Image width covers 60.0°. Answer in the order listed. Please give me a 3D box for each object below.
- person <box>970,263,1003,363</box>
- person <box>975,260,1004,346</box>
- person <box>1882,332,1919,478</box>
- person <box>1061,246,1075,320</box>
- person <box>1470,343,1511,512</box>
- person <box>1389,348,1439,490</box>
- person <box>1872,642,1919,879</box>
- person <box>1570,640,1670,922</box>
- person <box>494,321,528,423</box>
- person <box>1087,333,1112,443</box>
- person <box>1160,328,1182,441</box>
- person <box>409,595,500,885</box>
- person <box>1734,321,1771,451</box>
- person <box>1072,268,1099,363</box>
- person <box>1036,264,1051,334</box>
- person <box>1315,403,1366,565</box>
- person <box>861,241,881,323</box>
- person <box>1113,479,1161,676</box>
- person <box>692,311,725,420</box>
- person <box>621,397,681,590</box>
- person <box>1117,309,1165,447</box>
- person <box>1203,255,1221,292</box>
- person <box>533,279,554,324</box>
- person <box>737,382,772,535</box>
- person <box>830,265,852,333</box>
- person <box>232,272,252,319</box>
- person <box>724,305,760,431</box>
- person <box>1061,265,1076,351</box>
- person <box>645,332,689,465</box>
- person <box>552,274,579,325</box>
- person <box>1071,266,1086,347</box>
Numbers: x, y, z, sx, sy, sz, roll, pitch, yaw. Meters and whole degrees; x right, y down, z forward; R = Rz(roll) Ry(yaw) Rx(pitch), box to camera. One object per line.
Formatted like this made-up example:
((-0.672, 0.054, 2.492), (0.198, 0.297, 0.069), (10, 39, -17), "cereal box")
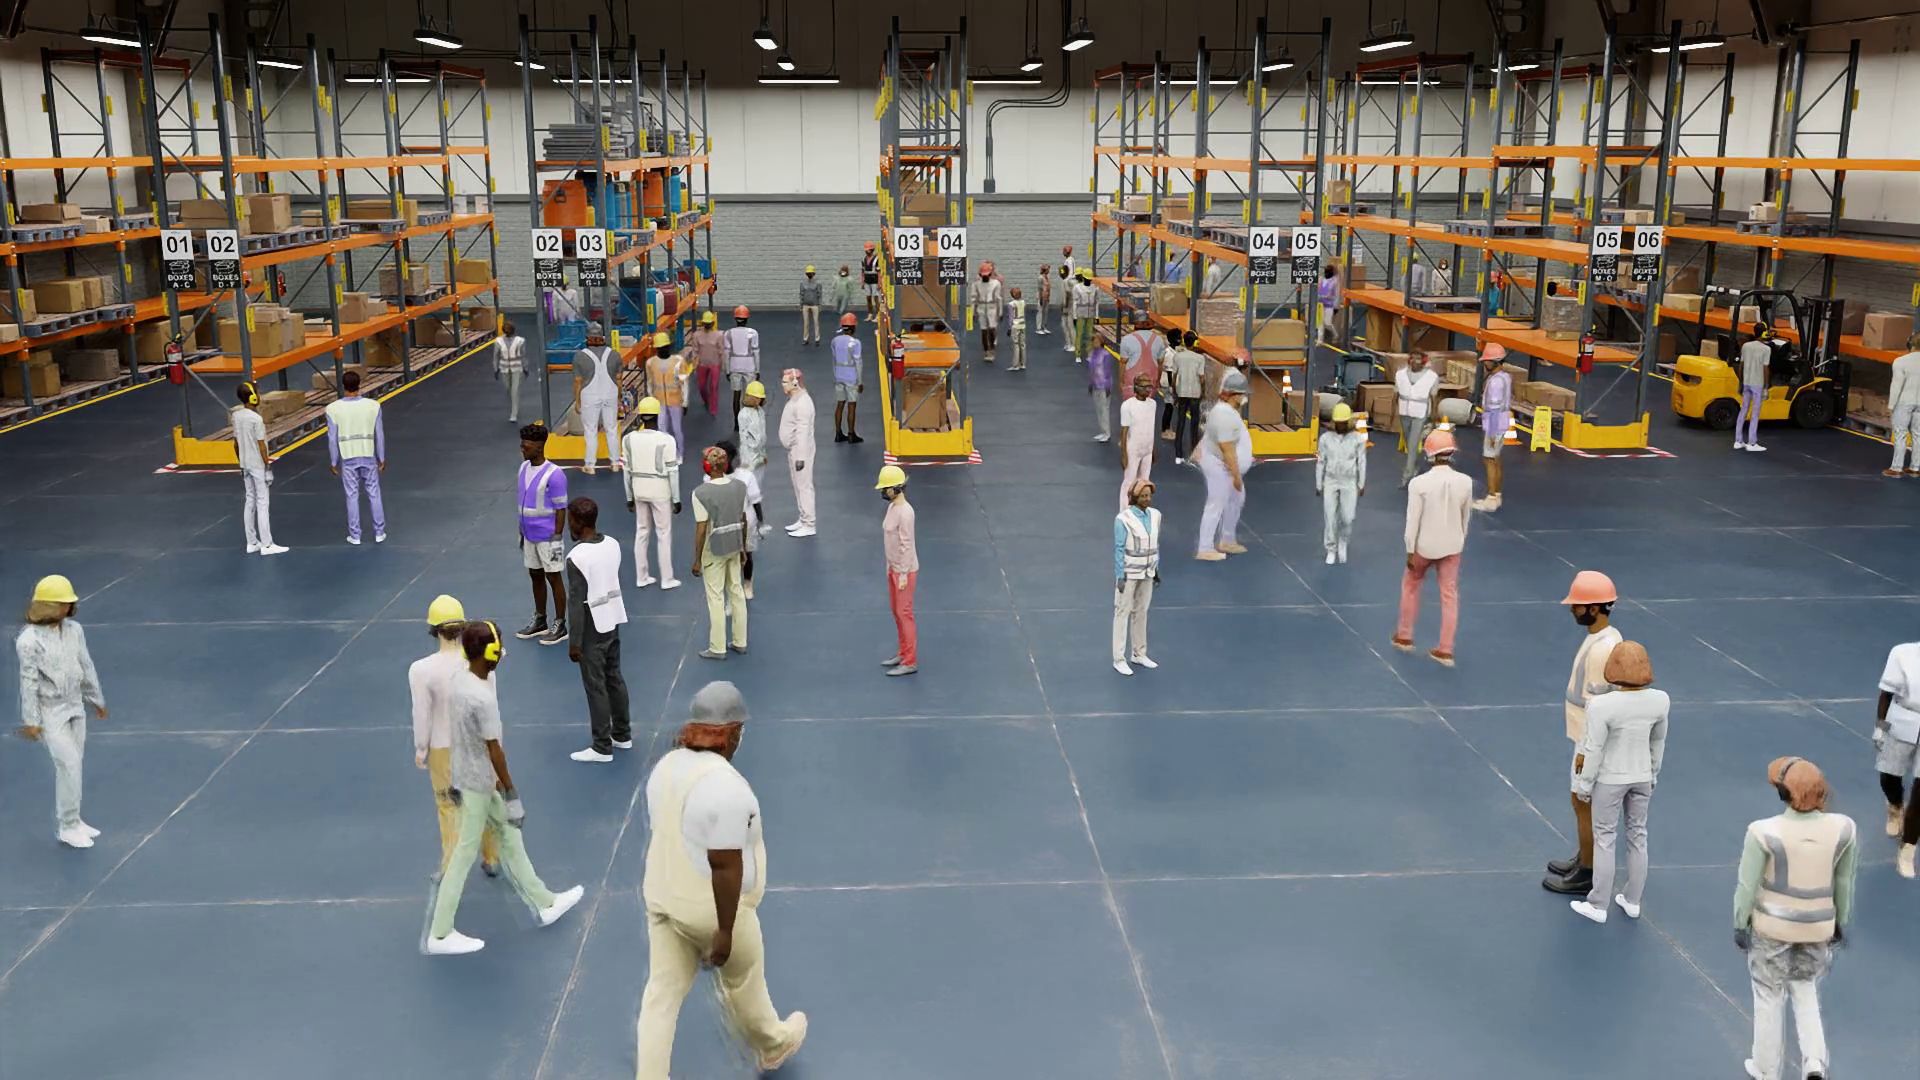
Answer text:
((0.517, -4.597, 33.797), (0.650, 2.006, 0.884), (2, 13, 7), "person")
((0.623, -5.211, 36.685), (0.644, 1.873, 0.869), (2, 13, 9), "person")
((12.585, -1.783, 22.040), (0.631, 1.938, 0.362), (-2, 13, -6), "person")
((2.762, -6.539, 42.304), (0.337, 1.882, 0.585), (1, 13, 2), "person")
((6.405, -1.357, 20.045), (0.416, 2.033, 0.611), (6, 15, 25), "person")
((5.906, -1.607, 21.595), (0.578, 1.815, 0.953), (10, 16, 36), "person")
((5.874, 1.174, 10.149), (0.537, 1.661, 0.730), (8, 16, 31), "person")
((3.723, 1.358, 9.383), (0.500, 1.636, 0.282), (-3, 14, -14), "person")
((-7.218, -2.739, 26.783), (0.520, 1.604, 0.813), (0, 13, -2), "person")
((2.099, -2.277, 24.800), (0.360, 1.618, 0.565), (-9, 16, -32), "person")
((3.159, -2.335, 24.920), (0.319, 1.688, 0.539), (3, 14, 12), "person")
((-2.977, 1.186, 9.831), (0.524, 1.769, 0.309), (-11, 17, -40), "person")
((11.490, -2.225, 24.060), (0.317, 1.870, 0.523), (-5, 14, -21), "person")
((2.574, -4.573, 33.906), (0.584, 1.916, 0.376), (-5, 14, -19), "person")
((1.969, -5.661, 39.138), (0.313, 1.633, 0.521), (7, 15, 27), "person")
((3.970, -0.582, 17.400), (0.506, 1.725, 0.411), (3, 14, 14), "person")
((-2.235, -6.456, 41.649), (0.614, 2.031, 0.409), (9, 16, 34), "person")
((1.477, 0.294, 13.877), (0.514, 1.642, 0.314), (-11, 17, -38), "person")
((-4.052, -2.831, 26.876), (0.542, 1.755, 0.495), (0, 13, -1), "person")
((-3.048, -0.461, 16.490), (0.591, 1.918, 0.395), (4, 14, 18), "person")
((2.613, -2.363, 24.276), (0.687, 2.000, 0.536), (-4, 14, -16), "person")
((5.860, -5.732, 38.864), (0.399, 1.896, 0.642), (5, 14, 22), "person")
((-10.312, -6.219, 41.257), (0.569, 1.745, 0.341), (-10, 17, -38), "person")
((-2.324, -0.933, 18.874), (0.311, 1.736, 0.483), (5, 14, 22), "person")
((-2.789, -5.743, 39.496), (0.567, 1.607, 0.549), (4, 14, 18), "person")
((-13.824, -4.196, 32.162), (0.405, 1.986, 0.619), (-7, 15, -28), "person")
((-3.353, -2.646, 25.695), (0.543, 1.939, 0.370), (1, 13, 5), "person")
((2.357, -4.997, 35.888), (0.427, 1.837, 0.596), (1, 13, 3), "person")
((-3.974, -1.899, 22.670), (0.605, 1.885, 0.971), (0, 13, 2), "person")
((-8.278, -4.741, 35.000), (0.536, 1.740, 0.648), (-1, 13, -5), "person")
((2.633, -5.118, 36.539), (0.533, 1.767, 0.326), (13, 18, 43), "person")
